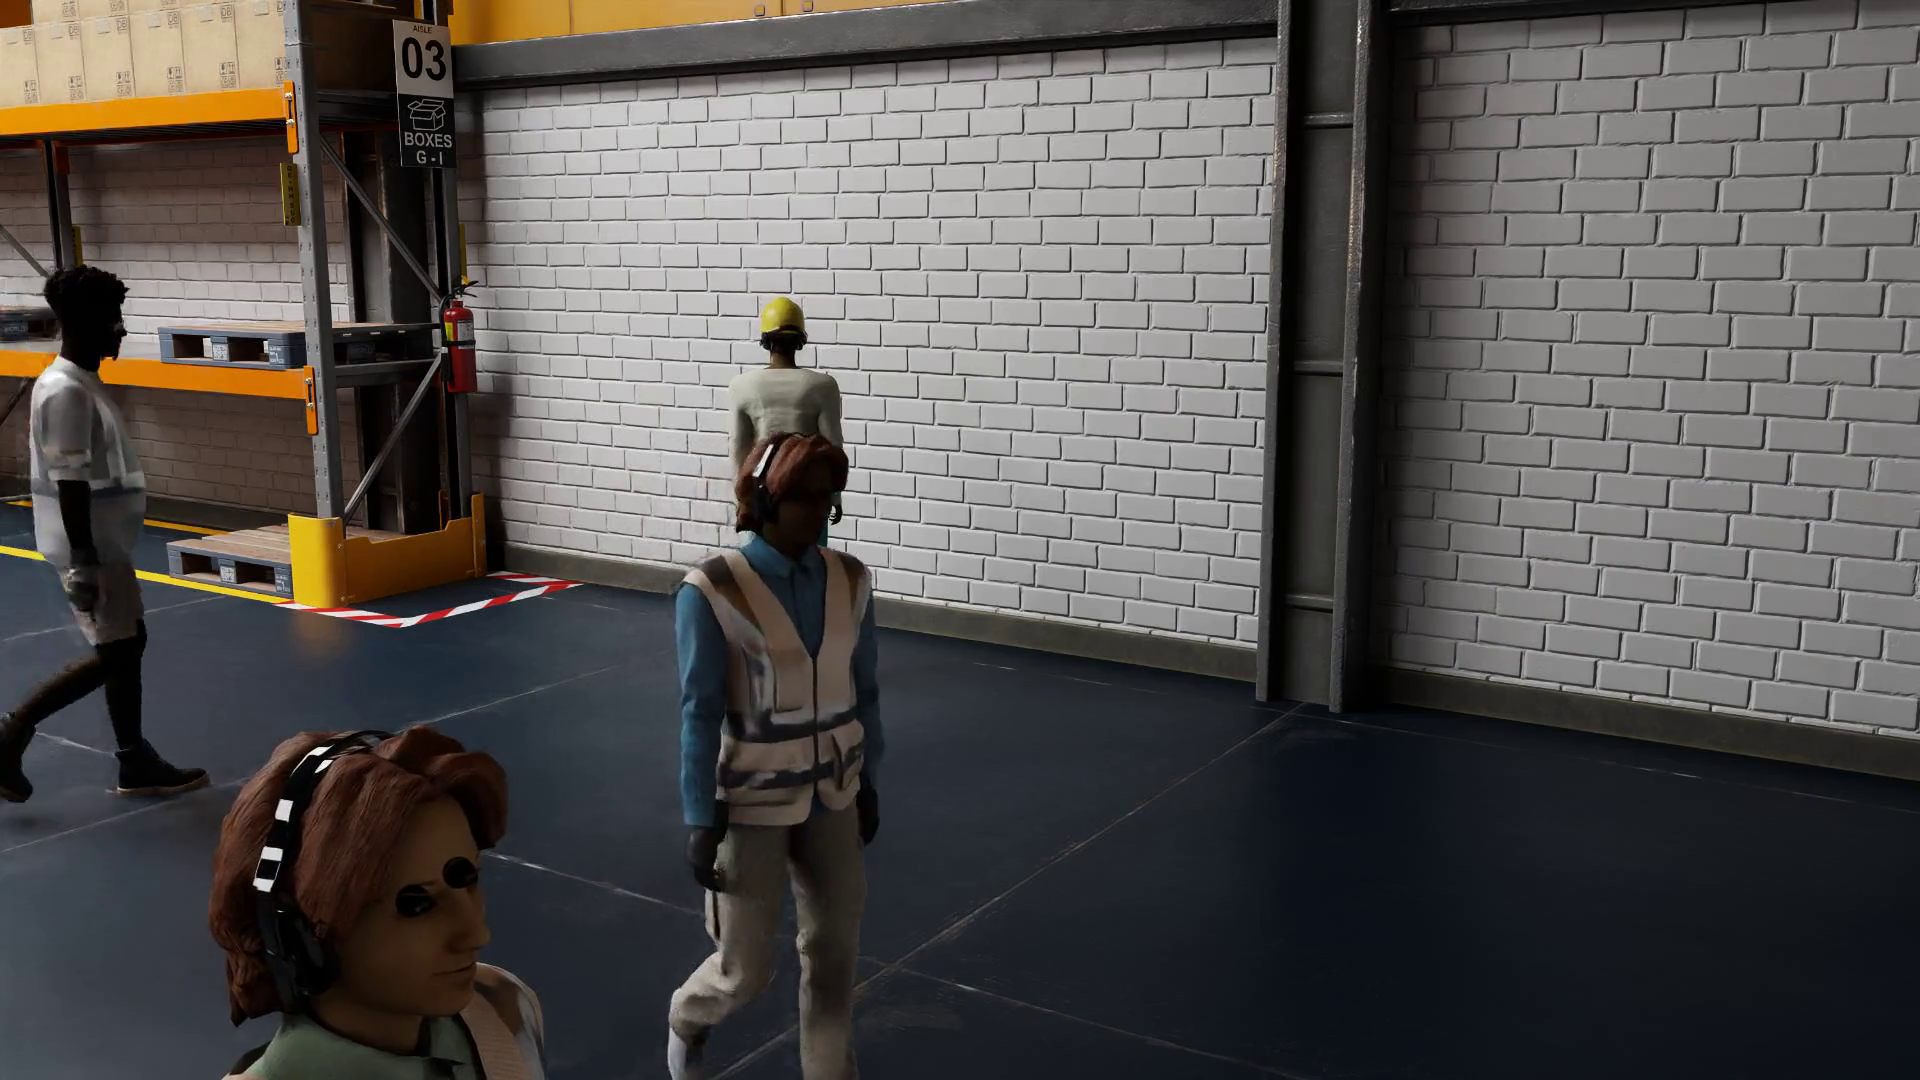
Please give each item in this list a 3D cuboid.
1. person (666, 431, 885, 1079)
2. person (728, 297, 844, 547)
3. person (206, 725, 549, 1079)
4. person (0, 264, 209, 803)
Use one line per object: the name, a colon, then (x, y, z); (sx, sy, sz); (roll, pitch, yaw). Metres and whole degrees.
person: (-0.407, 0.565, 3.623); (0.532, 1.621, 0.542); (-9, 14, -41)
person: (-0.783, -0.209, 7.549); (0.525, 1.770, 0.312); (0, 10, 2)
person: (-0.485, 0.956, 1.442); (0.310, 1.642, 0.514); (3, 11, 15)
person: (-3.143, 0.007, 5.879); (0.675, 1.943, 0.606); (-5, 11, -25)
